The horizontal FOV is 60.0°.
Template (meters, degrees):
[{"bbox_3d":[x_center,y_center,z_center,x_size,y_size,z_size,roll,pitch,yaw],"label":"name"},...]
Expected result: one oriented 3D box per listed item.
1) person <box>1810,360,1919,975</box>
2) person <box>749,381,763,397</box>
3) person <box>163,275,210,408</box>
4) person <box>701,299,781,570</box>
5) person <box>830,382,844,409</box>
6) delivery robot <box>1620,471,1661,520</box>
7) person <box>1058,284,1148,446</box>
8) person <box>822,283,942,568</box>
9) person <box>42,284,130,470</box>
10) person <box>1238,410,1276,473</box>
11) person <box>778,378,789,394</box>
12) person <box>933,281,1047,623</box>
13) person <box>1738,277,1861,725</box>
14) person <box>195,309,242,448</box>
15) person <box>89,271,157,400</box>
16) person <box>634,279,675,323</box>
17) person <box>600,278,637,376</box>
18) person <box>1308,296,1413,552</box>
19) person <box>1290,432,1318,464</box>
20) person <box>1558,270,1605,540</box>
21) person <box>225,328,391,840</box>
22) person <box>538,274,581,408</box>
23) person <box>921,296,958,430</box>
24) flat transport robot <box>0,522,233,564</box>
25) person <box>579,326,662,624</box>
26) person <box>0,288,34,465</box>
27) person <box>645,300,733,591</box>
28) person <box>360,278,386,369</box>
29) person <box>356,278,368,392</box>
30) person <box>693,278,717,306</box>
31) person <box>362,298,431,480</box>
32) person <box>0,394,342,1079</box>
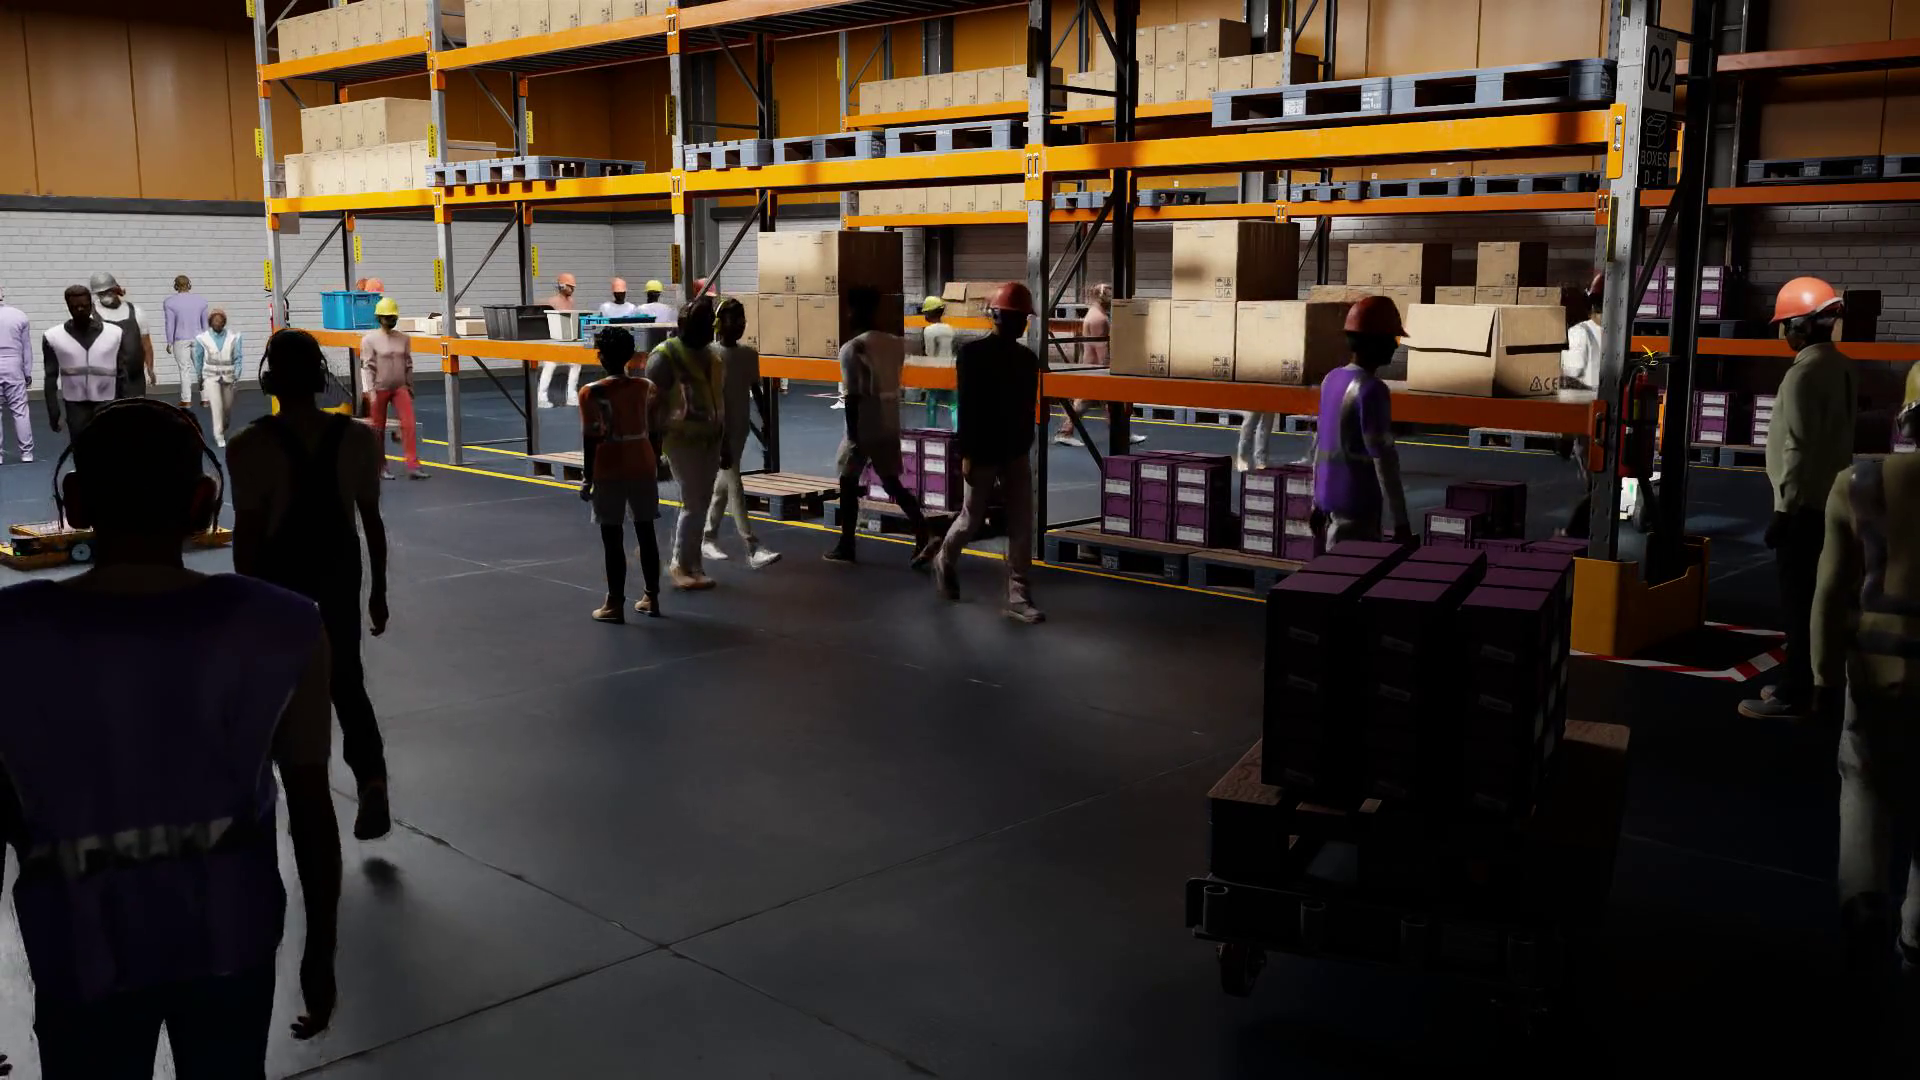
[{"bbox_3d":[2.705,0.370,4.652,0.590,1.809,0.540,5,11,29],"label":"person"},{"bbox_3d":[-3.080,-2.962,25.634,0.530,1.620,0.404,-7,12,-39],"label":"person"},{"bbox_3d":[-11.248,-2.883,24.225,0.627,1.933,0.377,-9,13,-43],"label":"person"},{"bbox_3d":[-1.522,-0.721,11.310,0.965,1.815,0.548,9,13,43],"label":"person"},{"bbox_3d":[-1.659,-2.839,24.029,0.639,1.911,0.402,-9,13,-43],"label":"person"},{"bbox_3d":[5.244,-0.413,12.999,0.477,0.478,0.707,9,13,44],"label":"delivery robot"},{"bbox_3d":[1.599,-1.977,18.921,1.017,1.852,0.670,1,9,8],"label":"person"},{"bbox_3d":[-0.538,-0.761,11.219,0.889,1.937,0.609,8,12,42],"label":"person"},{"bbox_3d":[-6.893,-1.063,13.162,0.616,1.899,0.460,-6,11,-32],"label":"person"},{"bbox_3d":[2.972,-1.545,16.345,0.626,1.824,0.447,-2,9,-13],"label":"person"},{"bbox_3d":[-2.986,-3.287,26.680,0.627,1.940,0.376,-9,13,-43],"label":"person"},{"bbox_3d":[0.176,-0.533,9.743,0.619,1.960,0.907,-6,11,-32],"label":"person"},{"bbox_3d":[3.763,-0.172,7.442,0.610,1.984,0.400,-9,13,-43],"label":"person"},{"bbox_3d":[-8.507,-1.867,19.076,0.492,1.581,0.825,-6,11,-31],"label":"person"},{"bbox_3d":[-8.708,-1.789,17.183,0.697,2.000,0.590,-8,12,-42],"label":"person"},{"bbox_3d":[-3.997,-2.514,22.111,0.593,1.887,0.880,-9,13,-43],"label":"person"},{"bbox_3d":[-4.897,-2.804,23.854,0.568,1.898,0.897,-3,10,-18],"label":"person"},{"bbox_3d":[1.943,-0.173,7.715,0.965,1.887,0.575,-1,9,-6],"label":"person"},{"bbox_3d":[3.837,-1.527,16.637,0.920,1.693,0.505,4,10,24],"label":"person"},{"bbox_3d":[4.095,-0.720,10.651,0.624,2.027,0.424,-8,12,-41],"label":"person"},{"bbox_3d":[-2.212,0.191,5.708,0.507,1.830,0.568,-7,12,-37],"label":"person"},{"bbox_3d":[-5.815,-2.906,24.302,0.754,1.943,0.709,3,10,18],"label":"person"},{"bbox_3d":[-0.241,-1.783,18.128,0.705,1.720,0.550,7,11,35],"label":"person"},{"bbox_3d":[-6.031,-0.036,11.842,0.652,0.197,1.431,9,13,44],"label":"flat transport robot"},{"bbox_3d":[-1.940,-0.370,9.528,0.532,1.697,0.322,-9,13,-43],"label":"person"},{"bbox_3d":[-9.927,-1.717,17.177,0.639,1.901,0.402,-9,13,-43],"label":"person"},{"bbox_3d":[-1.651,-0.581,10.423,0.490,1.824,0.644,6,11,32],"label":"person"},{"bbox_3d":[-7.403,-2.383,21.258,0.618,1.896,0.586,3,10,17],"label":"person"},{"bbox_3d":[-8.684,-2.894,24.429,0.573,1.886,0.359,-9,13,-43],"label":"person"},{"bbox_3d":[-2.735,-1.851,17.927,0.497,1.917,0.555,9,13,44],"label":"person"},{"bbox_3d":[-5.360,-1.417,15.802,0.776,1.731,0.557,8,12,40],"label":"person"},{"bbox_3d":[-1.291,0.684,2.686,0.585,1.826,0.586,-5,11,-28],"label":"person"}]
